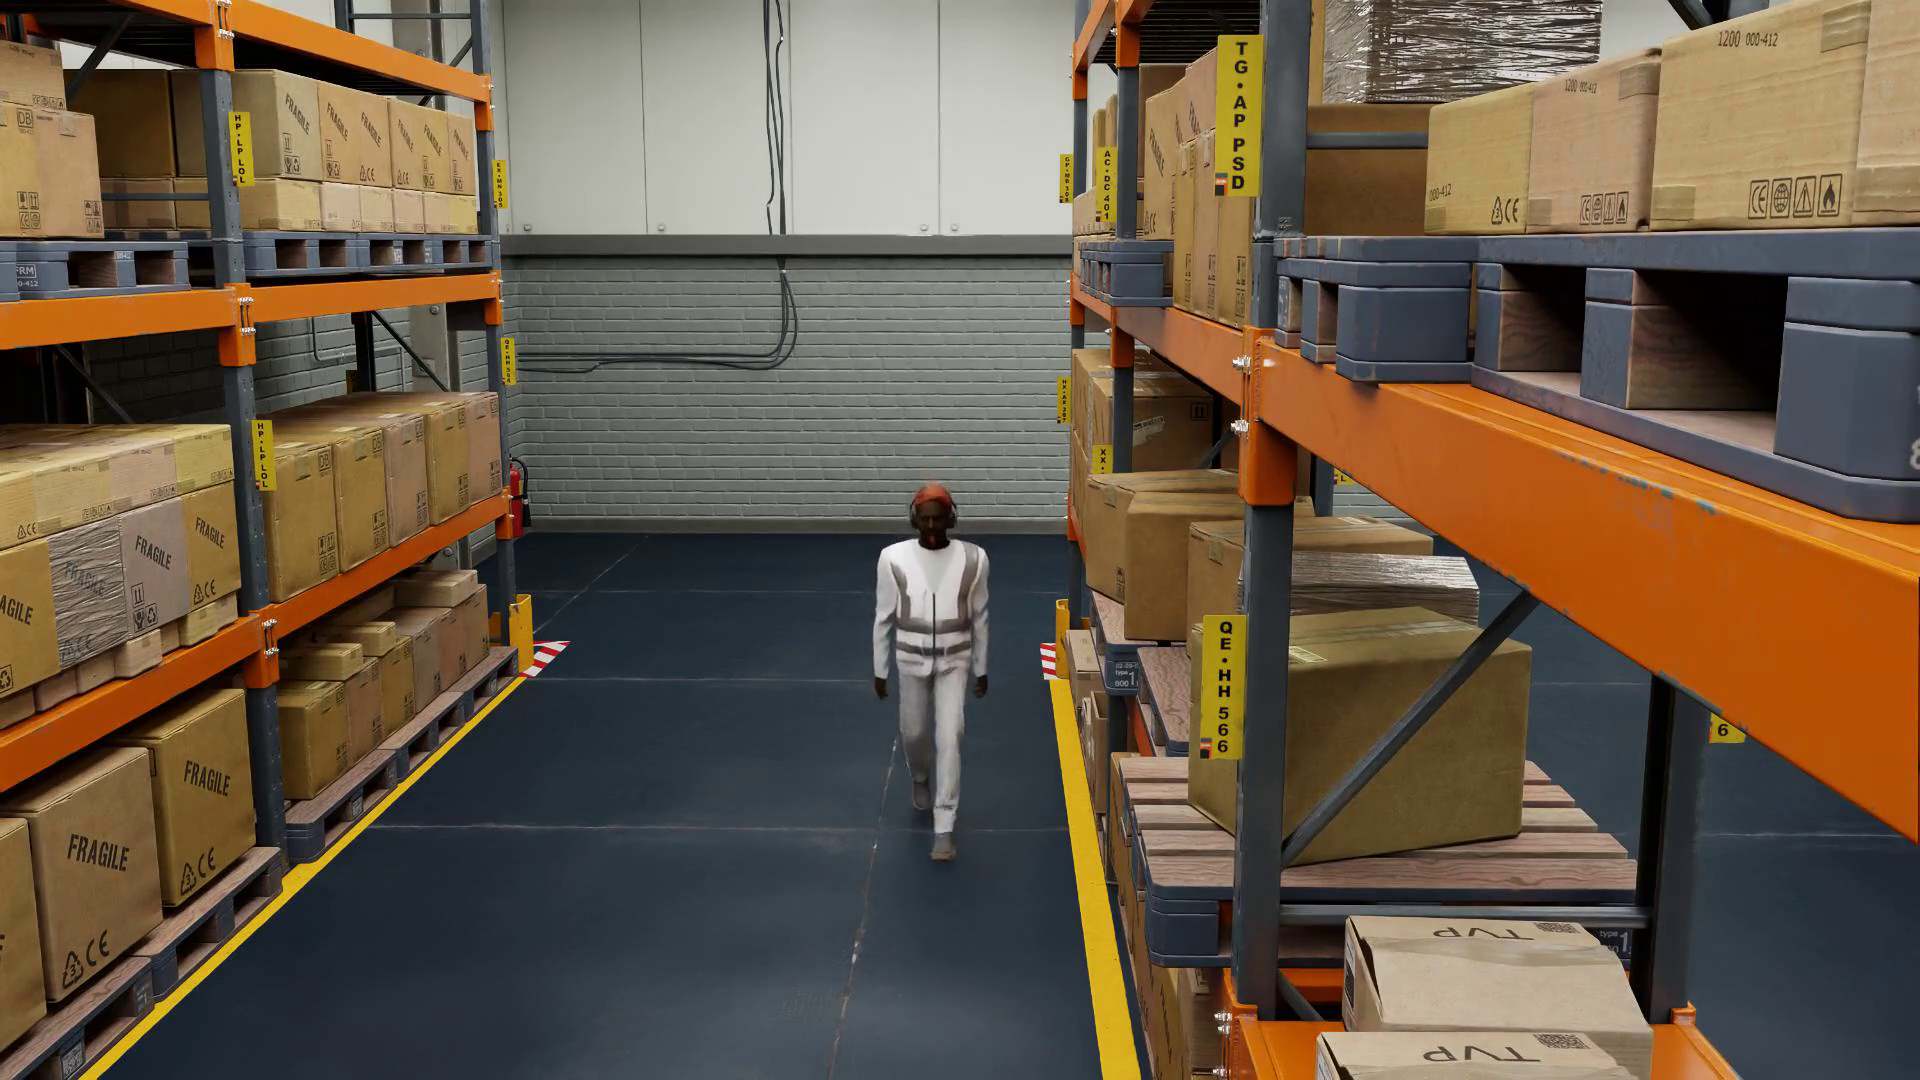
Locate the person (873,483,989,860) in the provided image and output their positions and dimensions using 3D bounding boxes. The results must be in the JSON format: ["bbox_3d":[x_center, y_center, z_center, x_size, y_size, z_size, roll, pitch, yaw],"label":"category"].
[{"bbox_3d":[-0.145,0.613,8.516,0.586,1.858,0.894,0,10,-1],"label":"person"}]
